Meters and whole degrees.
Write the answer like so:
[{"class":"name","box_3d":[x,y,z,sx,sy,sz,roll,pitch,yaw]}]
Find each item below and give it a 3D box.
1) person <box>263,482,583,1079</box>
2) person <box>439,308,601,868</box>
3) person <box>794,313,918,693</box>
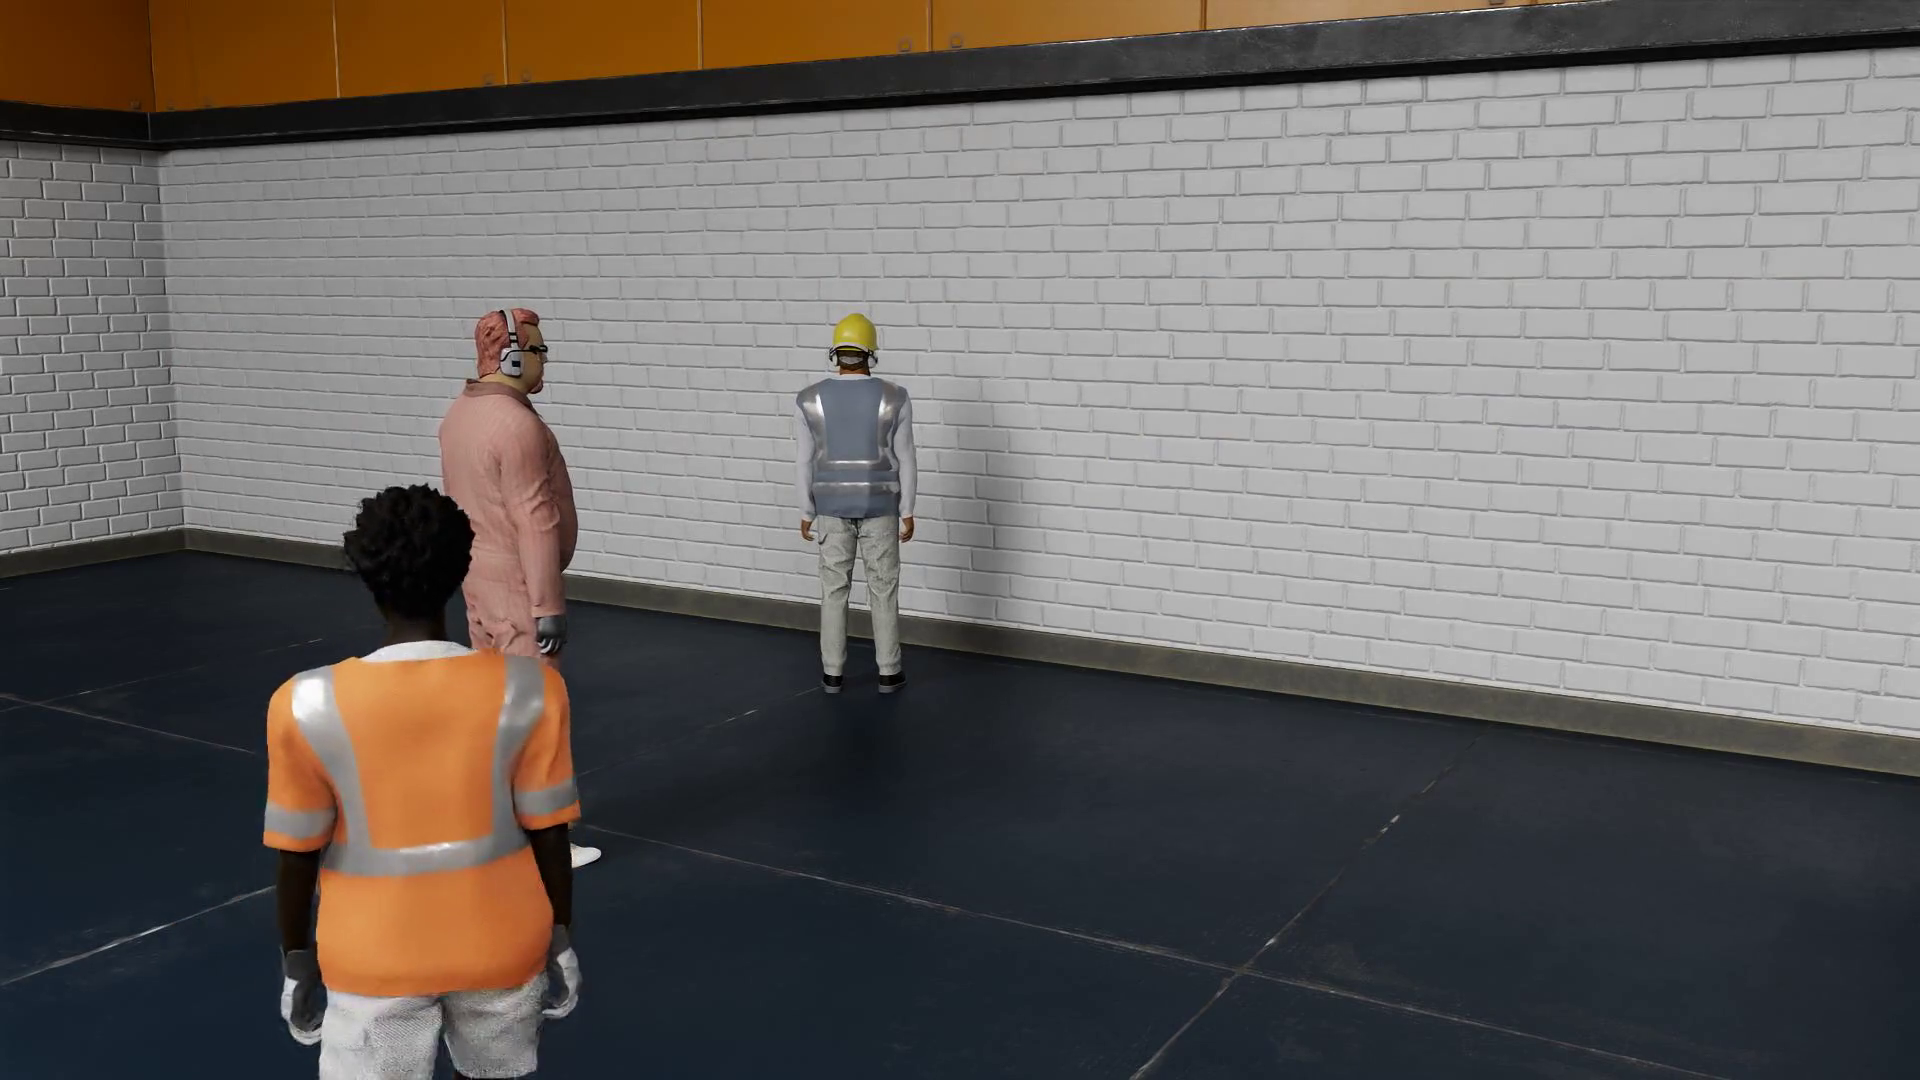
[{"class":"person","box_3d":[-0.915,0.737,2.901,0.531,1.665,0.798,-4,10,-21]},{"class":"person","box_3d":[-1.500,0.170,5.678,0.409,1.906,0.651,-7,11,-37]},{"class":"person","box_3d":[-0.494,-0.167,8.013,0.586,1.833,0.403,0,9,1]}]
